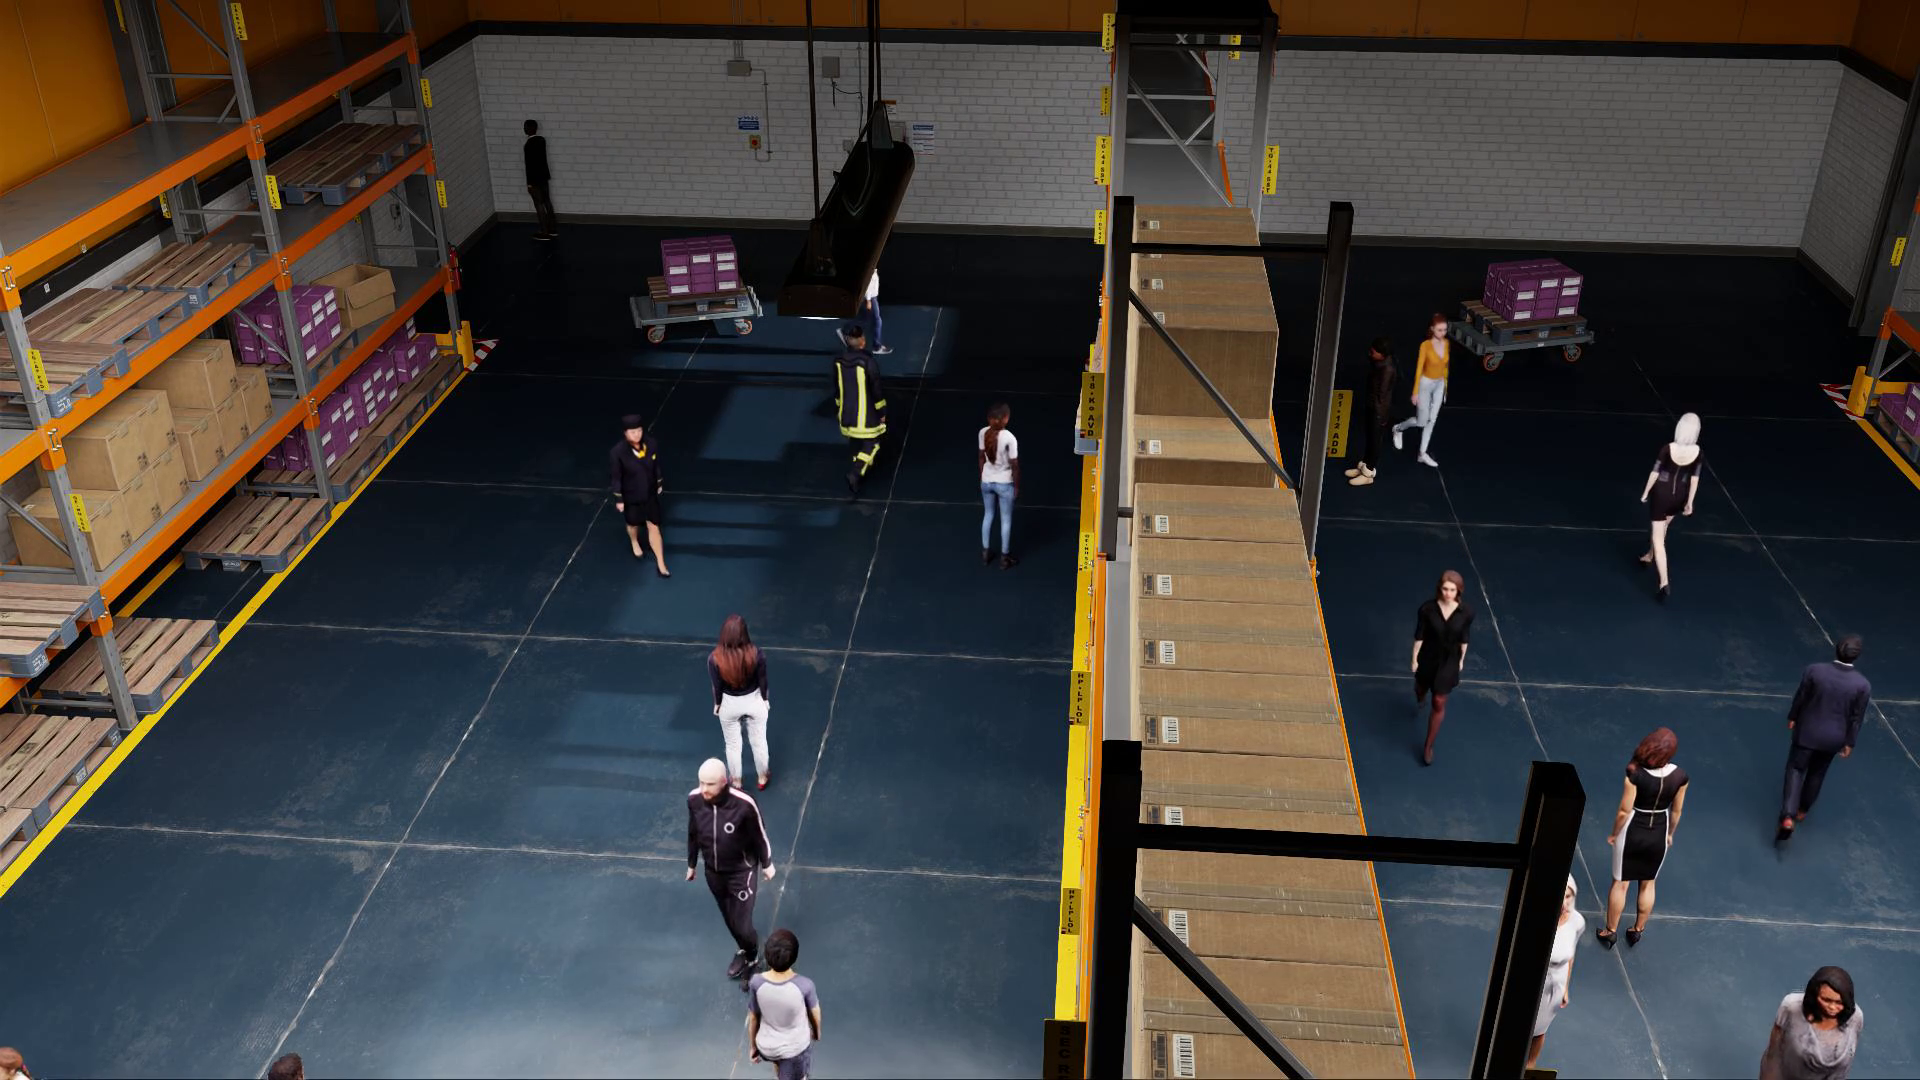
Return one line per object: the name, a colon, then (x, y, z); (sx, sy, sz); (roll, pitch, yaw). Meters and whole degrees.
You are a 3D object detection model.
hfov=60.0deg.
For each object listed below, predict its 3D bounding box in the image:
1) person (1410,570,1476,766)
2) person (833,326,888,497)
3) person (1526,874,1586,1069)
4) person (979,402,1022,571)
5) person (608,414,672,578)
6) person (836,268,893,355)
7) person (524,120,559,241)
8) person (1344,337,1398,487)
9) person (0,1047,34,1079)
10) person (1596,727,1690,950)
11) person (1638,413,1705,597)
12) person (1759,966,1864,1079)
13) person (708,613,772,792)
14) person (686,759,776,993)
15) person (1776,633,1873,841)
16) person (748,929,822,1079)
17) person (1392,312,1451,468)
person: (3.858, 0.942, 13.454); (0.680, 1.677, 1.054); (6, 29, 12)
person: (-1.075, -1.351, 17.486); (0.979, 1.842, 1.081); (17, 33, 28)
person: (3.509, 2.708, 10.139); (0.599, 1.752, 0.565); (-3, 29, -6)
person: (0.369, -0.537, 16.121); (0.662, 1.720, 0.662); (17, 33, 28)
person: (-3.128, -0.455, 16.072); (1.081, 1.623, 1.205); (-16, 32, -26)
person: (-1.229, -3.073, 20.960); (0.631, 1.537, 0.892); (0, 29, 0)
person: (-6.321, -5.421, 24.994); (0.769, 1.798, 0.565); (9, 30, 17)
person: (4.462, -1.389, 17.745); (0.665, 1.661, 0.599); (15, 32, 26)
person: (-5.432, 3.343, 9.762); (0.628, 0.998, 0.759); (18, 33, 29)
person: (4.639, 2.040, 11.319); (0.587, 1.795, 0.488); (1, 29, 2)
person: (6.674, -0.308, 15.628); (0.660, 1.791, 1.165); (-1, 29, -2)
person: (4.914, 3.041, 9.697); (0.678, 1.591, 0.700); (7, 29, 13)
person: (-1.696, 1.268, 12.930); (0.652, 1.607, 0.621); (-5, 29, -9)
person: (-1.482, 2.143, 11.110); (0.803, 1.814, 0.777); (10, 30, 18)
person: (6.400, 1.496, 12.412); (0.871, 1.704, 1.094); (14, 32, 24)
person: (-1.045, 3.024, 9.804); (0.659, 1.518, 1.085); (7, 29, 13)
person: (5.061, -1.665, 18.173); (0.878, 1.735, 0.976); (-17, 33, -29)
